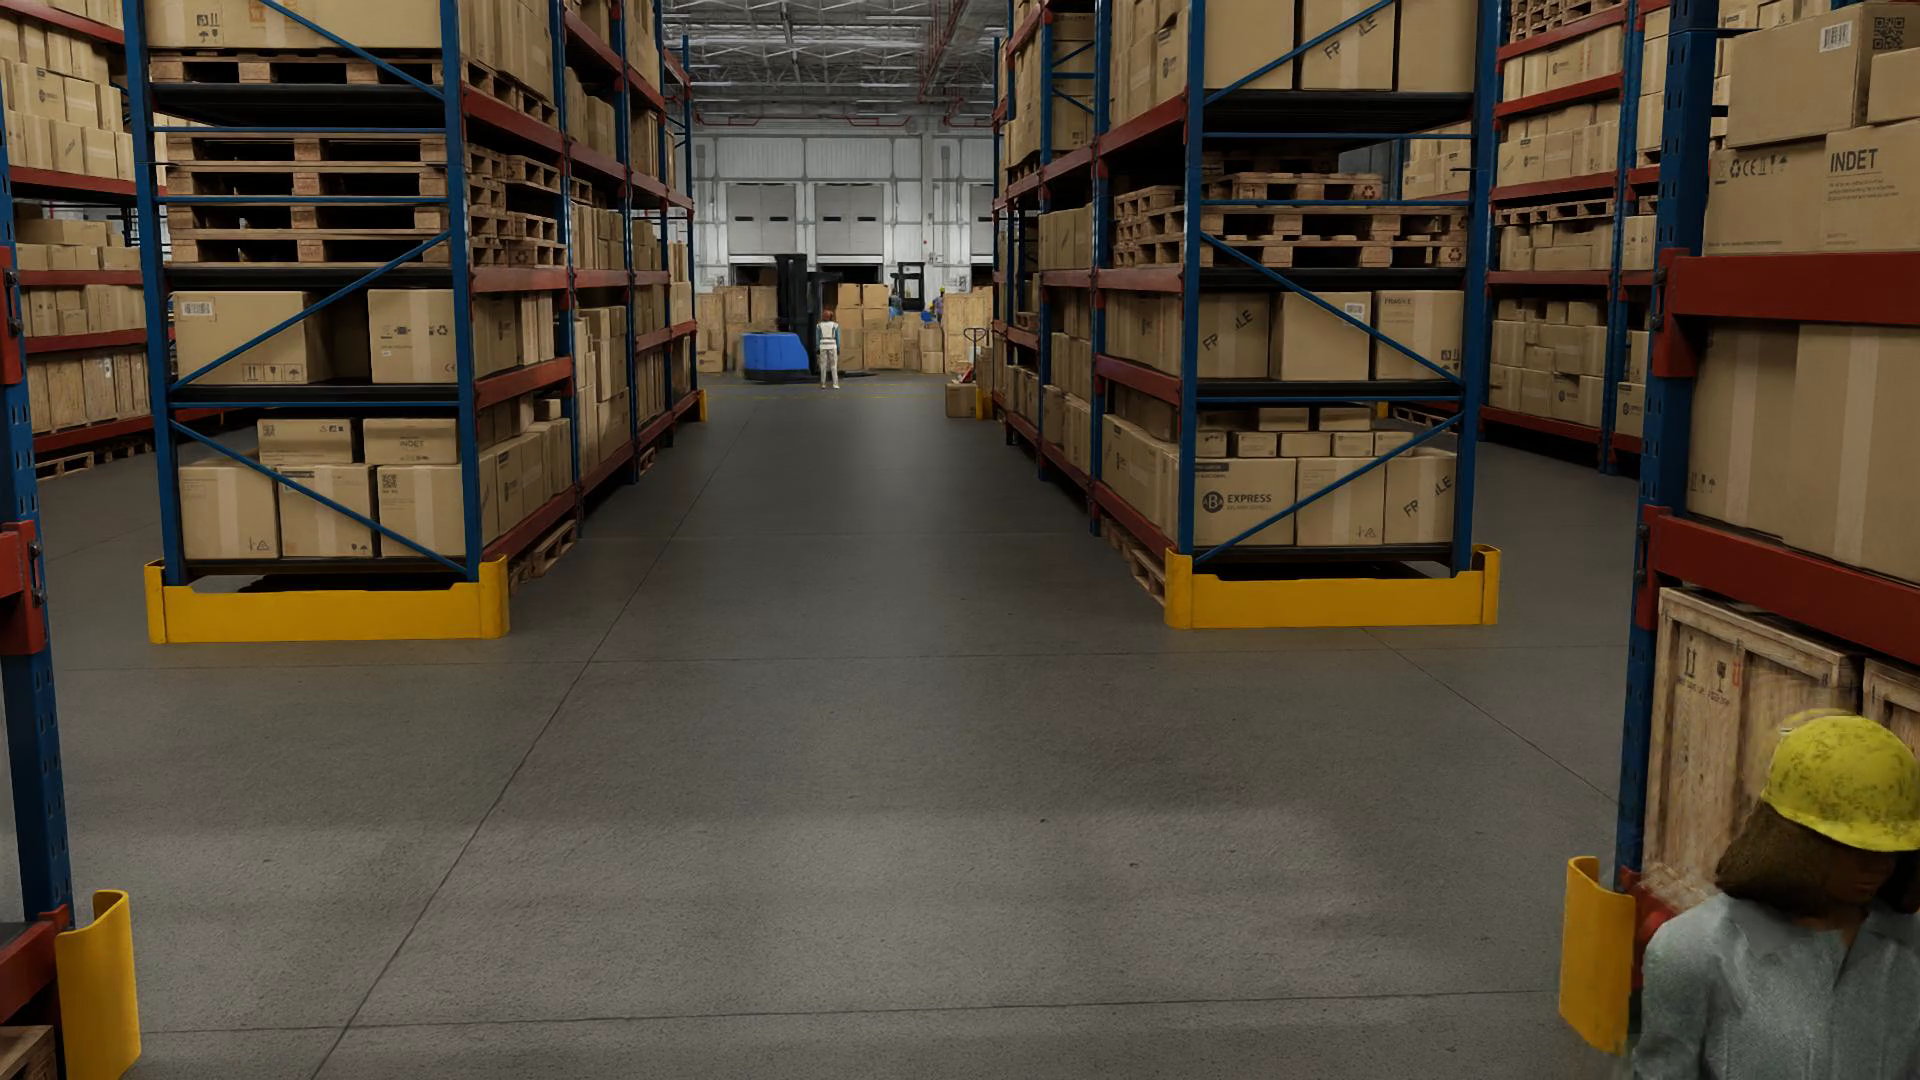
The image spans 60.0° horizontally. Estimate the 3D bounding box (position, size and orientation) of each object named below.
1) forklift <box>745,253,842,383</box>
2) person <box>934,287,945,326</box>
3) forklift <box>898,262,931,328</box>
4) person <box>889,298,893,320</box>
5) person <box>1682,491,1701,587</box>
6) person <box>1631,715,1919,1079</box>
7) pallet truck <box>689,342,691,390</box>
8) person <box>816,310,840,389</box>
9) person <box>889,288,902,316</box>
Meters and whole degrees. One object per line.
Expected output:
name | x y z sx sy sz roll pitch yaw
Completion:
forklift | -3.696 -4.878 36.459 1.873 2.768 1.129 -6 11 -35
person | -0.648 -8.310 60.994 0.587 1.928 0.363 -1 9 -6
forklift | -1.728 -8.494 59.163 1.129 2.768 1.873 -2 9 -14
person | -2.187 -6.861 52.716 0.703 1.677 0.540 2 9 11
person | 2.663 0.602 5.981 0.379 1.623 0.500 0 9 -2
person | 1.284 1.112 2.463 0.500 1.709 0.804 -1 9 -5
pallet truck | -5.225 -3.008 27.480 1.885 1.965 0.823 2 9 14
person | -2.735 -3.944 34.492 0.515 1.636 0.314 1 9 6
person | -2.300 -7.826 57.972 0.636 1.928 0.380 4 10 23
